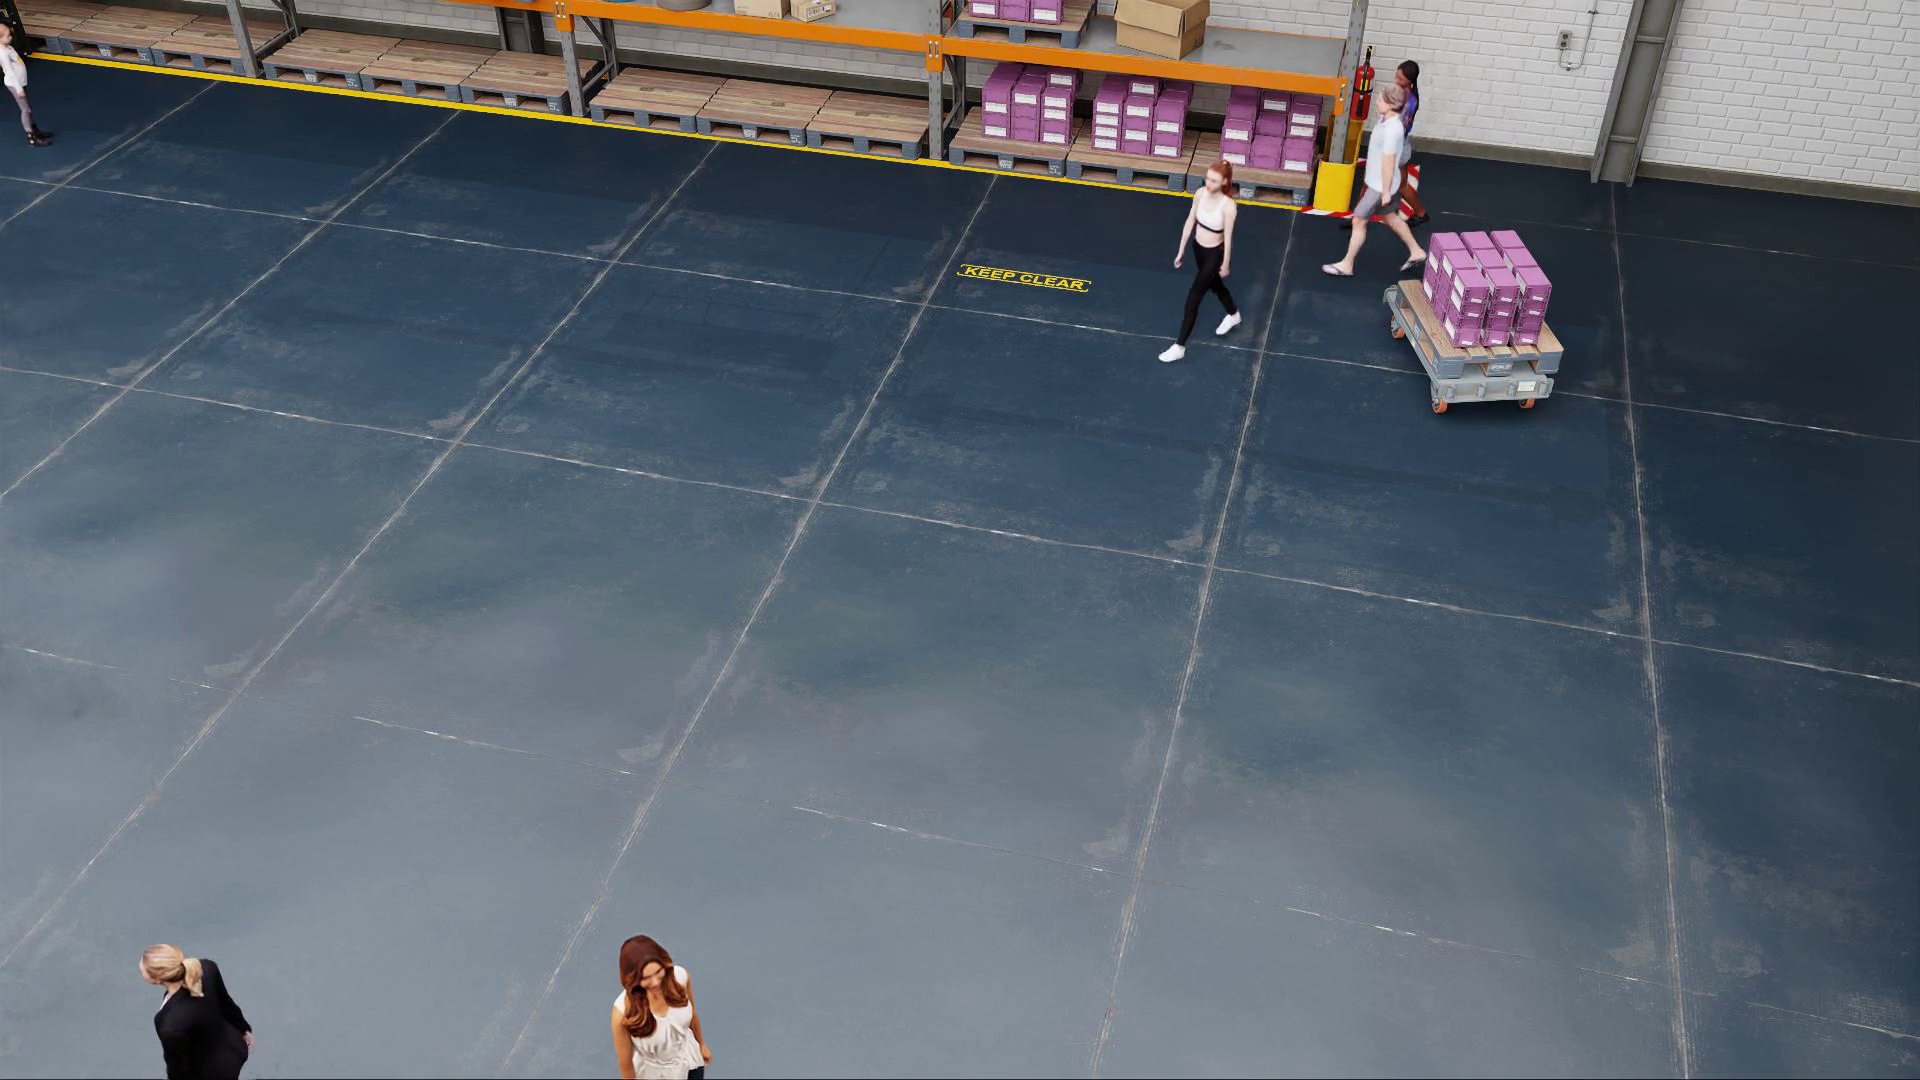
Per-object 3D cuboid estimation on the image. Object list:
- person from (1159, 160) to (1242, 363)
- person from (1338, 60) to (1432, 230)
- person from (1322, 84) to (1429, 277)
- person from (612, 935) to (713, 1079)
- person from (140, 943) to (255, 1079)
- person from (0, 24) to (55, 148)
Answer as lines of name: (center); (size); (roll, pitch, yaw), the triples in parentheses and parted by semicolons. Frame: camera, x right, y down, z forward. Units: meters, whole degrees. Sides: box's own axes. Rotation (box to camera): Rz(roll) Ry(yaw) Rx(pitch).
person: (2.123, -2.354, 13.789); (1.158, 1.694, 1.166); (-24, 45, -27)
person: (4.095, -3.573, 15.310); (1.178, 1.701, 0.901); (-1, 39, -2)
person: (3.823, -3.122, 14.669); (1.161, 1.796, 0.698); (8, 39, 9)
person: (-1.374, 2.439, 7.714); (0.681, 1.785, 0.694); (-31, 48, -33)
person: (-3.373, 2.465, 7.758); (0.779, 1.691, 0.718); (-1, 39, -2)
person: (-9.661, -4.663, 17.015); (0.638, 1.277, 0.588); (-15, 41, -17)
